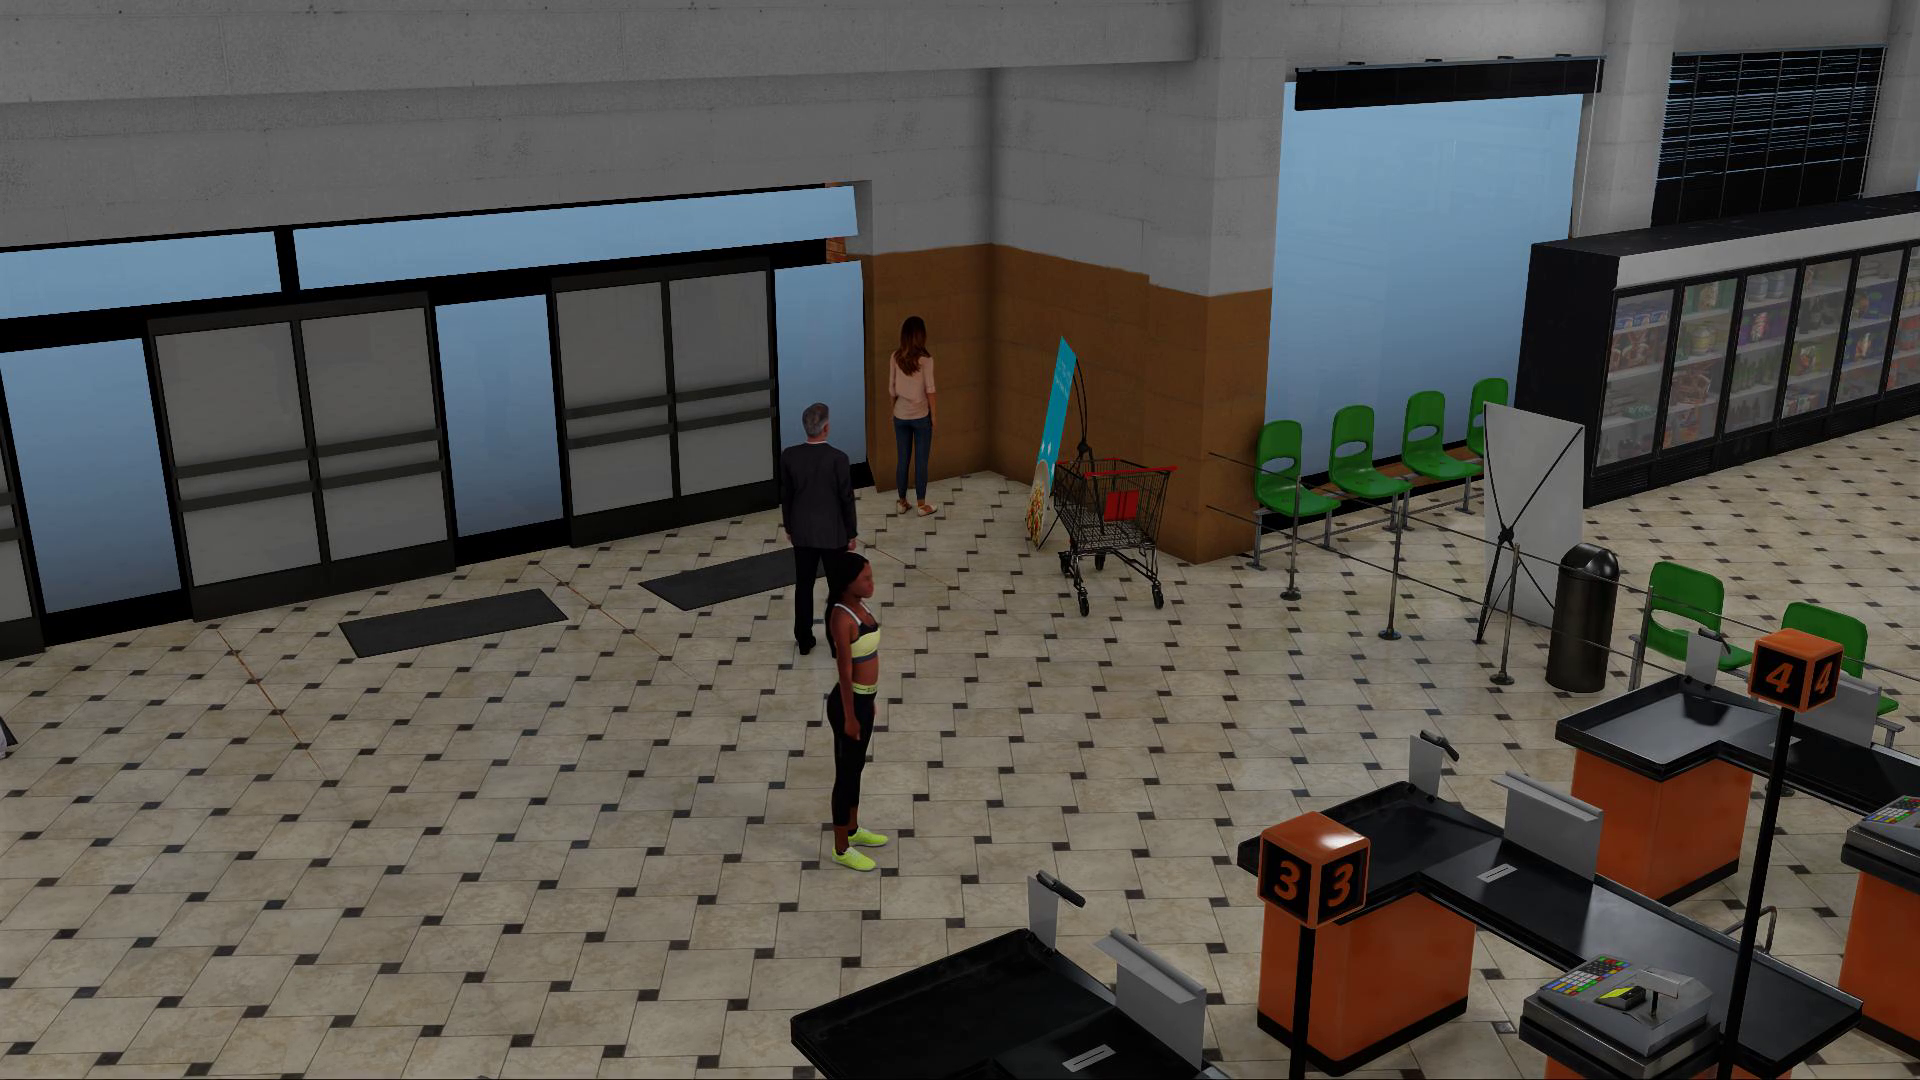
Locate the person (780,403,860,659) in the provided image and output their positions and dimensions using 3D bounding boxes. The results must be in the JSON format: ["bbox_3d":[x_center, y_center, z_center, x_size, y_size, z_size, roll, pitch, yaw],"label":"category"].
[{"bbox_3d":[-0.979,-0.071,11.671,0.775,1.842,0.863,5,19,15],"label":"person"}]

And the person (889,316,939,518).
[{"bbox_3d":[-0.425,-1.103,14.810,0.621,1.791,0.736,9,20,24],"label":"person"}]

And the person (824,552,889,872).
[{"bbox_3d":[-0.587,0.899,8.929,0.694,1.755,0.639,4,19,11],"label":"person"}]
